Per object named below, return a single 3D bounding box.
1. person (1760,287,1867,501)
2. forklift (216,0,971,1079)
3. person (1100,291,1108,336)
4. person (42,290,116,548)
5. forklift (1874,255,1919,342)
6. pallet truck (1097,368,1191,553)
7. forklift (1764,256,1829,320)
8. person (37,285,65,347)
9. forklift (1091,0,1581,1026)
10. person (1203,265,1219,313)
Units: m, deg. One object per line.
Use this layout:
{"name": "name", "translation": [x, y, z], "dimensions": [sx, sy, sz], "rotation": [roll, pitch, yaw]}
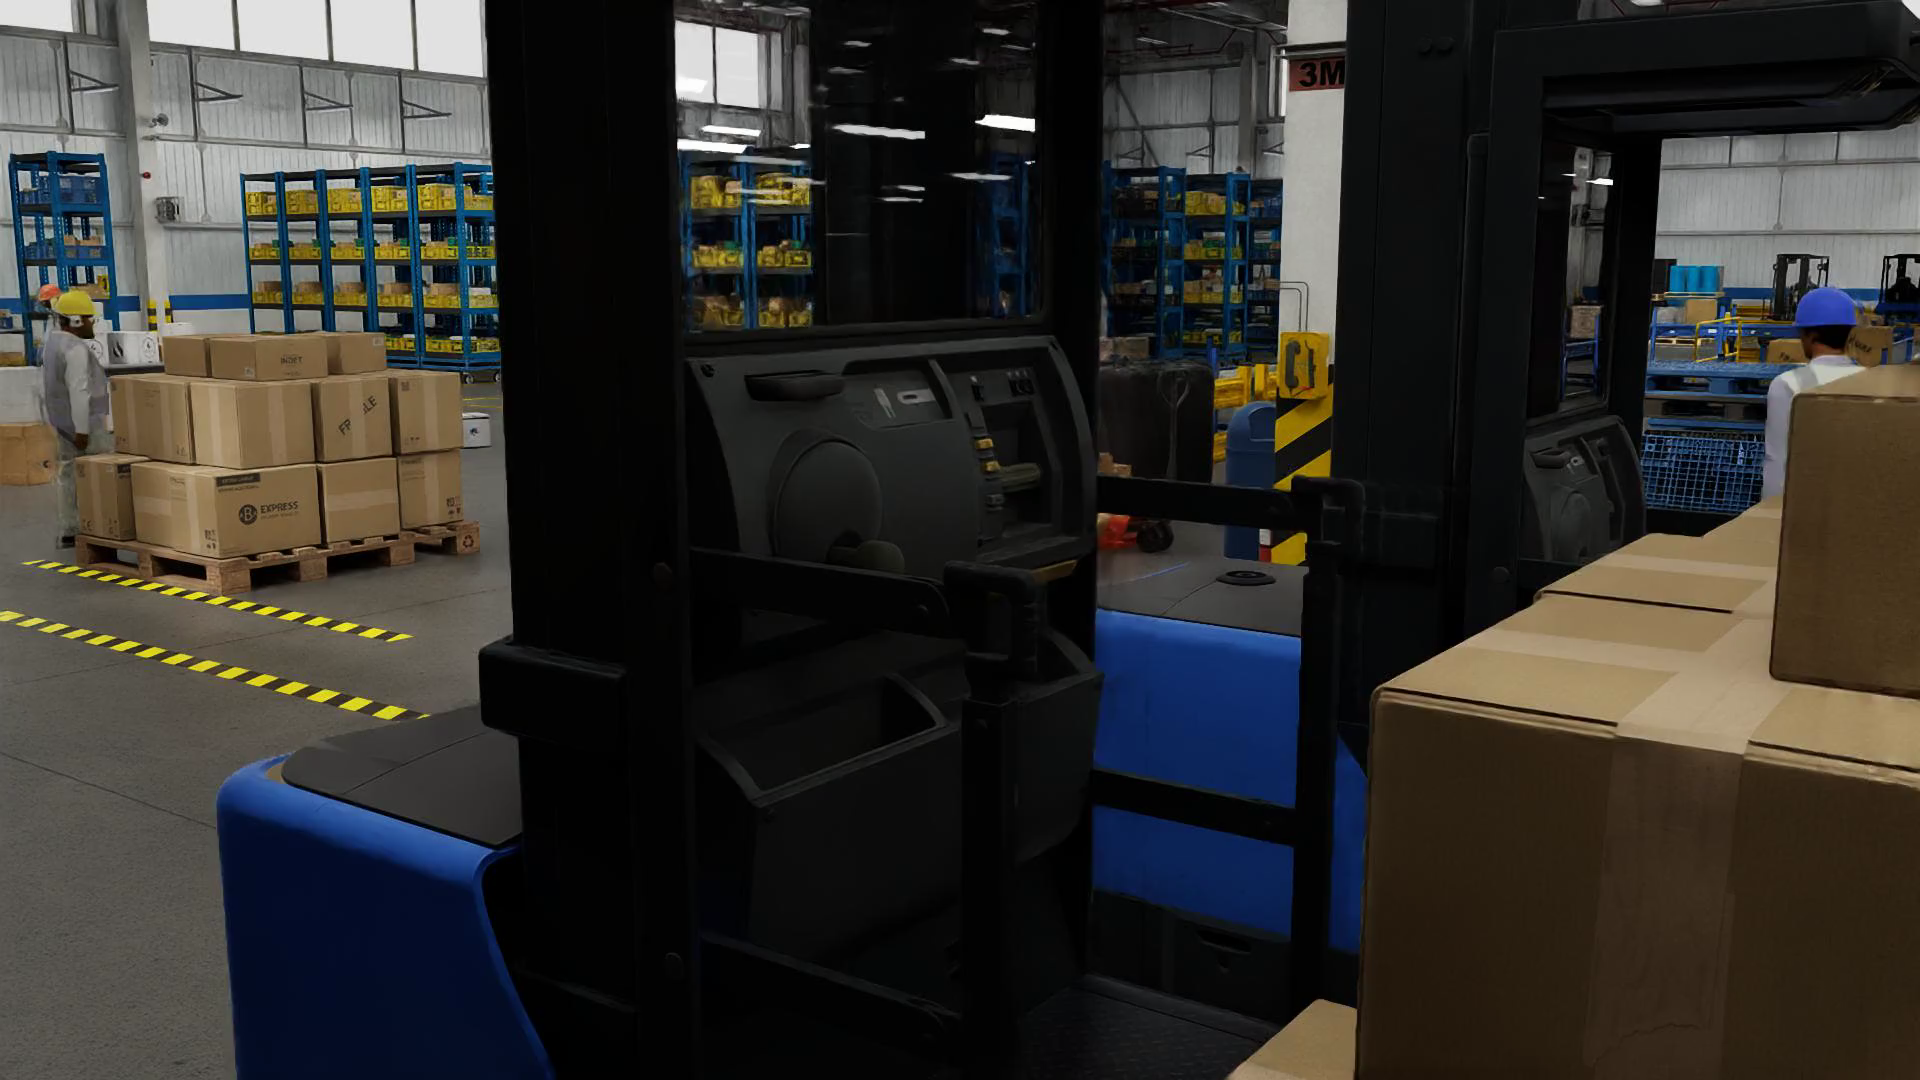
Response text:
{"name": "person", "translation": [3.605, -0.120, 7.141], "dimensions": [0.654, 1.900, 0.959], "rotation": [-2, 10, -11]}
{"name": "forklift", "translation": [-0.366, 0.111, 2.883], "dimensions": [1.873, 2.768, 1.129], "rotation": [7, 12, 35]}
{"name": "person", "translation": [1.845, -3.151, 25.303], "dimensions": [0.678, 1.860, 0.952], "rotation": [7, 12, 36]}
{"name": "person", "translation": [-6.144, -0.846, 11.755], "dimensions": [0.605, 1.812, 0.591], "rotation": [8, 13, 41]}
{"name": "forklift", "translation": [22.089, -5.634, 38.796], "dimensions": [1.157, 1.987, 2.680], "rotation": [6, 11, 33]}
{"name": "pallet truck", "translation": [0.845, -0.609, 11.869], "dimensions": [1.630, 1.274, 0.653], "rotation": [7, 12, 35]}
{"name": "forklift", "translation": [20.253, -5.854, 40.139], "dimensions": [1.157, 1.987, 2.680], "rotation": [7, 12, 35]}
{"name": "person", "translation": [-10.519, -2.098, 19.412], "dimensions": [0.338, 1.744, 0.560], "rotation": [-7, 12, -36]}
{"name": "forklift", "translation": [1.249, -0.137, 4.360], "dimensions": [1.873, 2.768, 1.129], "rotation": [7, 12, 35]}
{"name": "person", "translation": [7.357, -7.100, 48.508], "dimensions": [0.607, 1.987, 0.408], "rotation": [8, 13, 40]}
